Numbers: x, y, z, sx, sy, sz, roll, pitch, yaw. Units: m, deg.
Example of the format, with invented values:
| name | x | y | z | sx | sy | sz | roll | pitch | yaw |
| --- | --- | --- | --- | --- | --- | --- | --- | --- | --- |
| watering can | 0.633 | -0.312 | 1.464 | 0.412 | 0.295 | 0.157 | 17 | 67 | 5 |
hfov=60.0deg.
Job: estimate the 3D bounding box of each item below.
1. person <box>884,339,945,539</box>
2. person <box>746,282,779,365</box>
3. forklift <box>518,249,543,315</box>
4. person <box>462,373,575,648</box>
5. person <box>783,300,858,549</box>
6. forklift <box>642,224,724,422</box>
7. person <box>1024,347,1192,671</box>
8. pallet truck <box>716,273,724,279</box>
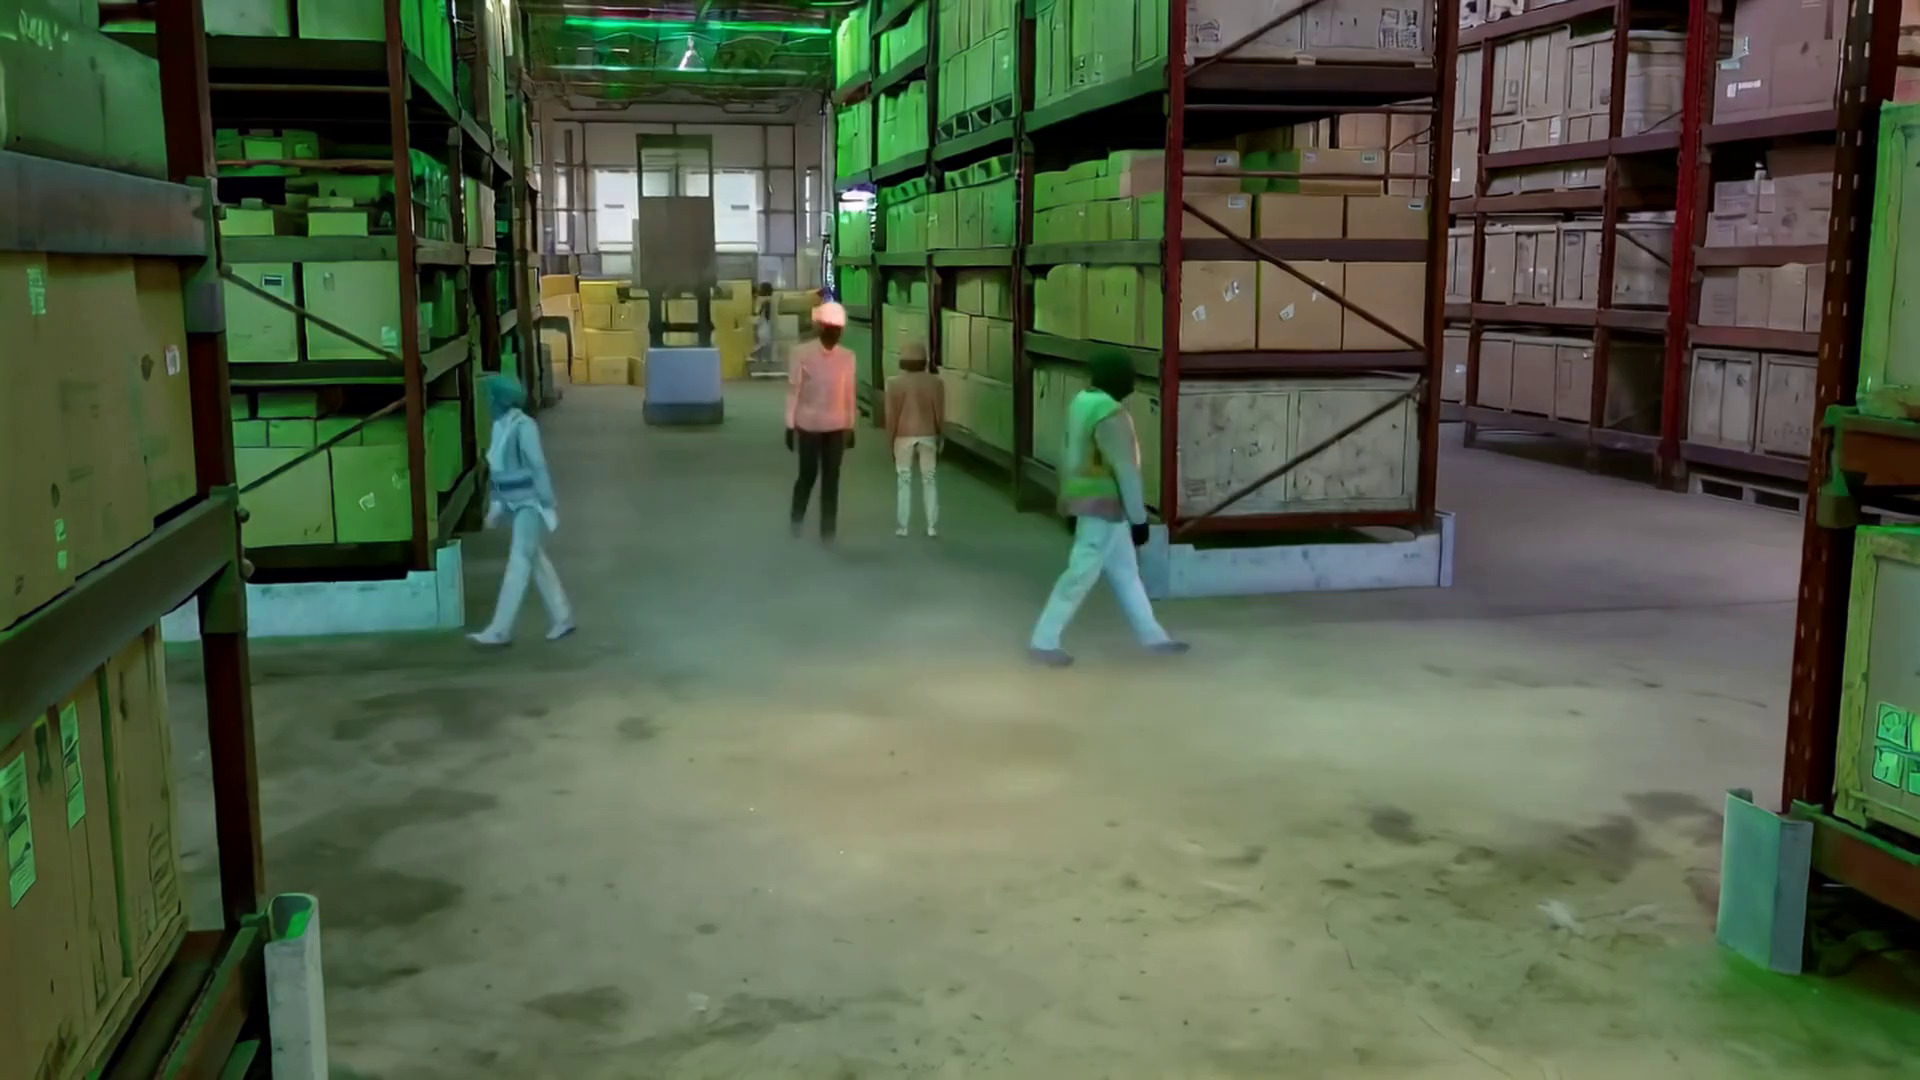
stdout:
| name | x | y | z | sx | sy | sz | roll | pitch | yaw |
| --- | --- | --- | --- | --- | --- | --- | --- | --- | --- |
| person | -0.374 | -0.823 | 13.630 | 0.498 | 1.633 | 0.285 | -2 | 9 | -10 |
| person | -4.484 | -4.890 | 37.632 | 0.754 | 1.900 | 0.595 | -5 | 10 | -26 |
| forklift | -14.410 | -8.377 | 55.886 | 1.873 | 2.768 | 1.129 | 3 | 10 | 19 |
| person | -2.597 | -0.174 | 9.758 | 0.744 | 1.593 | 0.582 | -8 | 12 | -41 |
| person | -1.124 | -0.927 | 13.264 | 0.644 | 1.972 | 0.602 | -6 | 11 | -31 |
| forklift | -4.049 | -3.160 | 24.086 | 1.129 | 2.768 | 1.873 | -2 | 10 | -12 |
| person | 0.805 | -0.164 | 9.166 | 1.000 | 1.791 | 0.637 | -2 | 9 | -10 |
| pallet truck | -8.580 | -8.986 | 62.280 | 1.885 | 1.965 | 0.823 | 1 | 9 | 5 |
